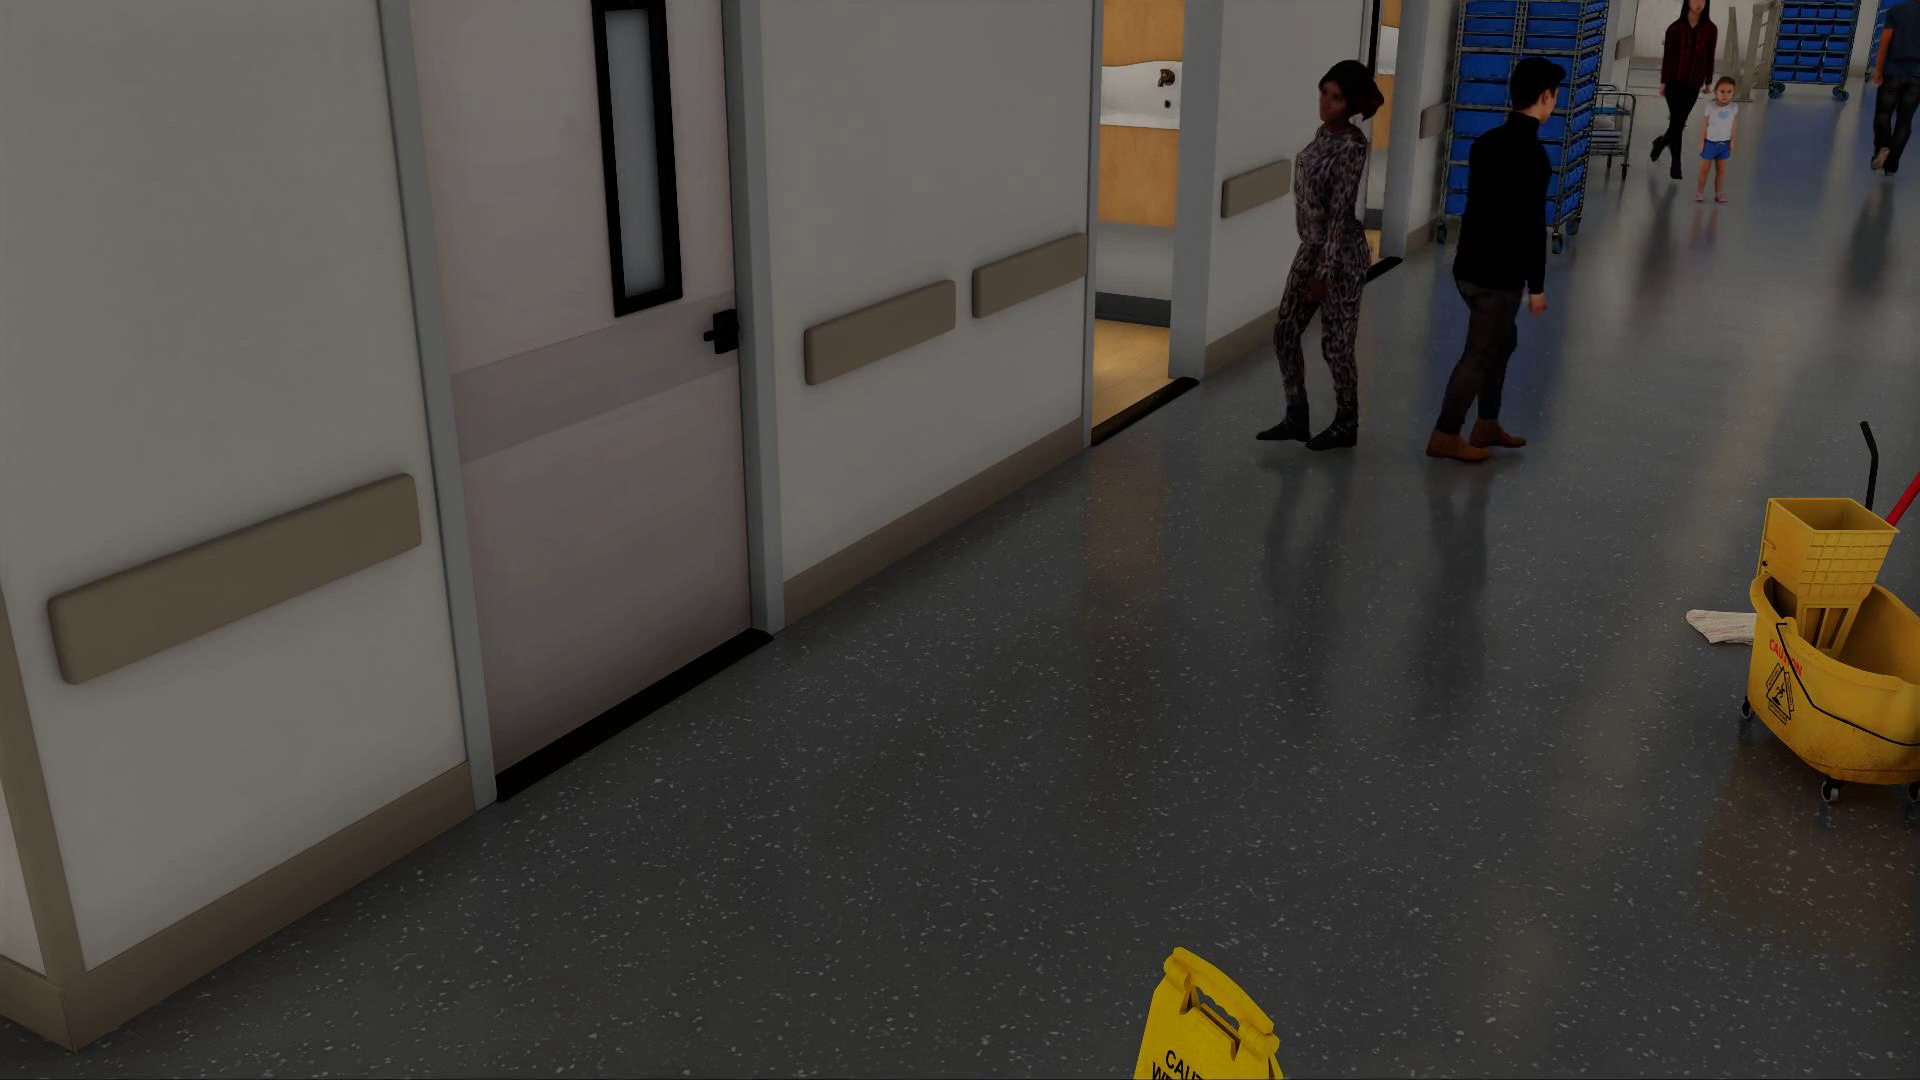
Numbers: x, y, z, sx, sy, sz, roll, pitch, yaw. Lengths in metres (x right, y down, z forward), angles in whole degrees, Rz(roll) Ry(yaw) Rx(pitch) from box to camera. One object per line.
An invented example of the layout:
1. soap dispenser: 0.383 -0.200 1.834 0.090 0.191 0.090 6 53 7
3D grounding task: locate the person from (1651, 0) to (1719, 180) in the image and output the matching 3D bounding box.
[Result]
1. person: 6.426 -4.068 14.857 0.880 1.623 1.139 2 21 5

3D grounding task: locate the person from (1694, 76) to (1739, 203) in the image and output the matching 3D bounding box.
1. person: 6.214 -3.283 13.644 0.482 1.013 0.499 4 21 11

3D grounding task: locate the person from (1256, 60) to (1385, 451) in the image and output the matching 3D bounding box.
1. person: 1.619 -1.175 7.129 0.851 1.686 0.791 -1 21 -3

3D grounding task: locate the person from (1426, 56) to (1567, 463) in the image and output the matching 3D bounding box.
1. person: 2.192 -1.148 7.033 0.931 1.704 0.867 -3 21 -8

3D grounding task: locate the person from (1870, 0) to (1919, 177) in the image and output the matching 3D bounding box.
1. person: 8.414 -4.135 14.792 0.681 1.794 0.794 10 23 24
